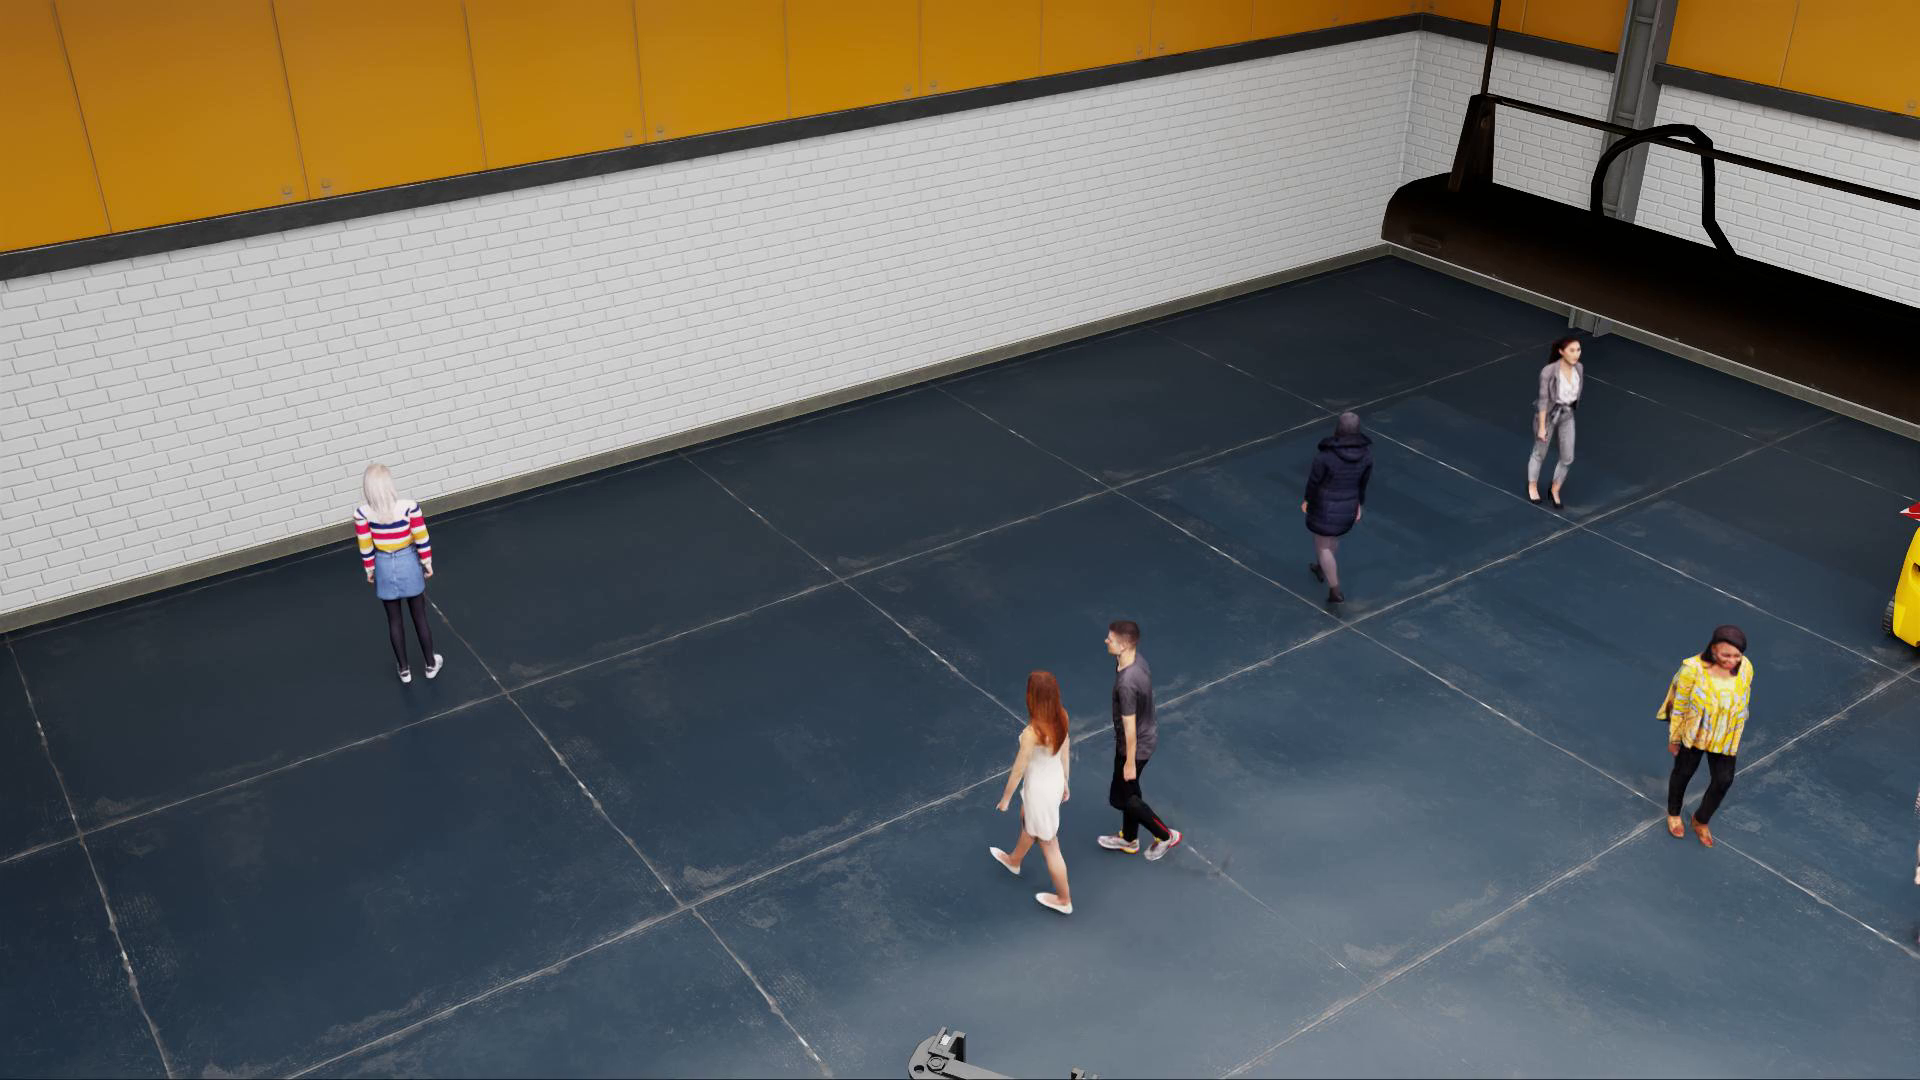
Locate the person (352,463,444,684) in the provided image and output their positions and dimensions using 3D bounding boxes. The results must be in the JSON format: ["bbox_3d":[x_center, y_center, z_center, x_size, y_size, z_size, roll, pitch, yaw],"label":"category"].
[{"bbox_3d":[-4.236,0.239,12.525,0.713,1.808,0.643,-7,29,-12],"label":"person"}]

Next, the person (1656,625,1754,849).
[{"bbox_3d":[4.847,1.223,10.895,0.882,1.641,0.930,-1,29,-2],"label":"person"}]

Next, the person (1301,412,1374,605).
[{"bbox_3d":[3.066,-0.246,13.576,0.843,1.652,1.099,-9,30,-16],"label":"person"}]

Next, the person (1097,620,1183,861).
[{"bbox_3d":[1.170,1.316,10.615,0.966,1.746,0.908,1,29,2],"label":"person"}]

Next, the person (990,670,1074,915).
[{"bbox_3d":[0.585,1.583,10.190,1.022,1.684,0.739,21,35,33],"label":"person"}]

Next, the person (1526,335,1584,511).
[{"bbox_3d":[5.346,-1.097,15.128,0.723,1.661,0.762,-7,29,-12],"label":"person"}]
